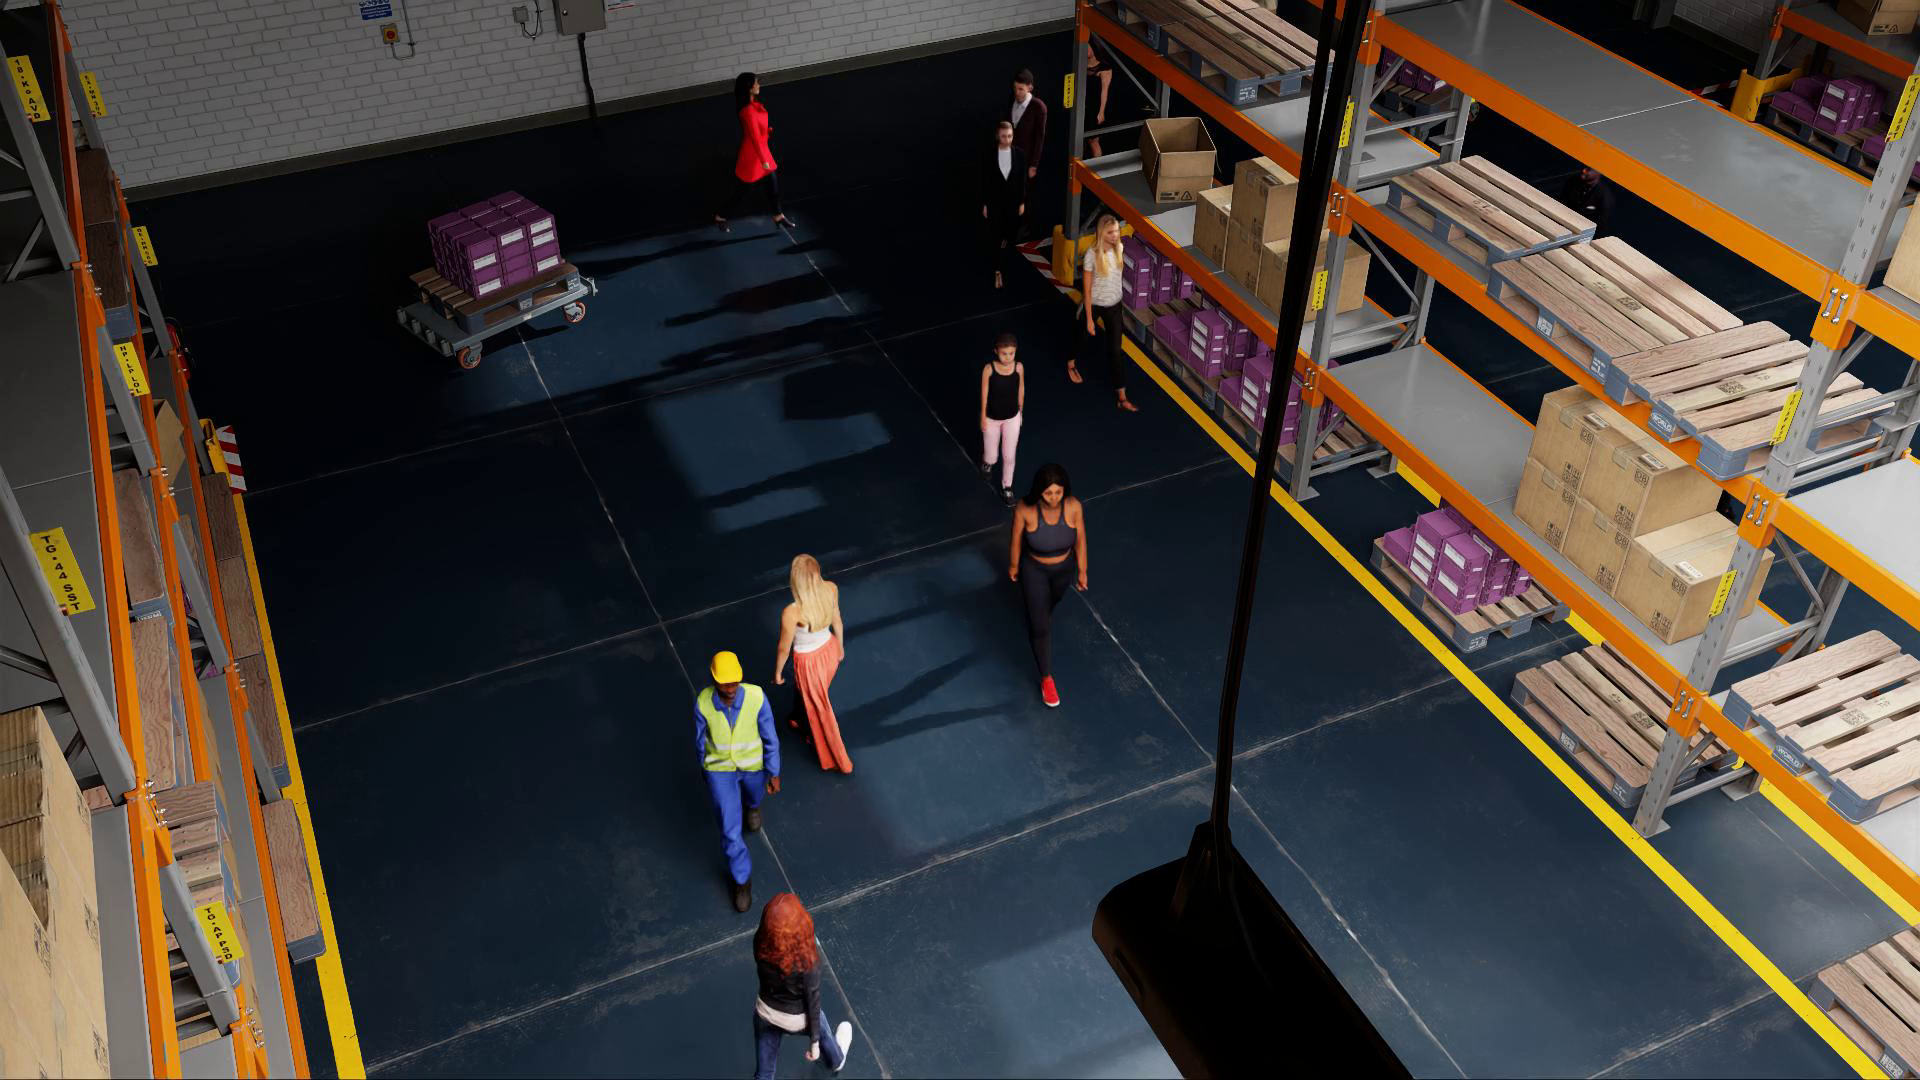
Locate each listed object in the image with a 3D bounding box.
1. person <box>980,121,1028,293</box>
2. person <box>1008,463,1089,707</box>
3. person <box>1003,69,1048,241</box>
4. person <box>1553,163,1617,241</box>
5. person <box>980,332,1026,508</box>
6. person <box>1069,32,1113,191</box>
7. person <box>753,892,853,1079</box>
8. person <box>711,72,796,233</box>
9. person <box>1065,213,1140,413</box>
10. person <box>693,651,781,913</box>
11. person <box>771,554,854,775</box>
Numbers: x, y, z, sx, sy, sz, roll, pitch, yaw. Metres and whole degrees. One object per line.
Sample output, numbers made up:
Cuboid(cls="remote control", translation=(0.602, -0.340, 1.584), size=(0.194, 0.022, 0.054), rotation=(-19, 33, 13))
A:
Cuboid(cls="person", translation=(0.414, -3.265, 16.018), size=(0.802, 1.689, 1.016), rotation=(-3, 39, -4))
Cuboid(cls="person", translation=(0.599, 0.162, 11.665), size=(0.866, 1.766, 1.260), rotation=(-7, 39, -9))
Cuboid(cls="person", translation=(0.686, -3.882, 16.664), size=(0.857, 1.846, 0.705), rotation=(-30, 48, -32))
Cuboid(cls="person", translation=(5.612, -2.675, 15.175), size=(0.778, 1.818, 0.557), rotation=(-21, 43, -24))
Cuboid(cls="person", translation=(0.317, -1.013, 13.306), size=(0.622, 1.554, 0.797), rotation=(-7, 39, -9))
Cuboid(cls="person", translation=(1.362, -4.546, 17.598), size=(0.780, 1.718, 0.645), rotation=(-30, 48, -32))
Cuboid(cls="person", translation=(-0.942, 2.584, 8.666), size=(1.230, 1.724, 1.166), rotation=(20, 43, 23))
Cuboid(cls="person", translation=(-2.164, -3.823, 16.699), size=(0.915, 1.710, 1.099), rotation=(-3, 39, -3))
Cuboid(cls="person", translation=(1.140, -2.027, 14.400), size=(0.721, 1.773, 1.237), rotation=(-21, 43, -24))
Cuboid(cls="person", translation=(-1.352, 1.313, 10.212), size=(0.887, 1.781, 1.270), rotation=(-6, 39, -8))
Cuboid(cls="person", translation=(-0.869, 0.861, 10.774), size=(1.048, 1.786, 0.876), rotation=(29, 47, 31))
